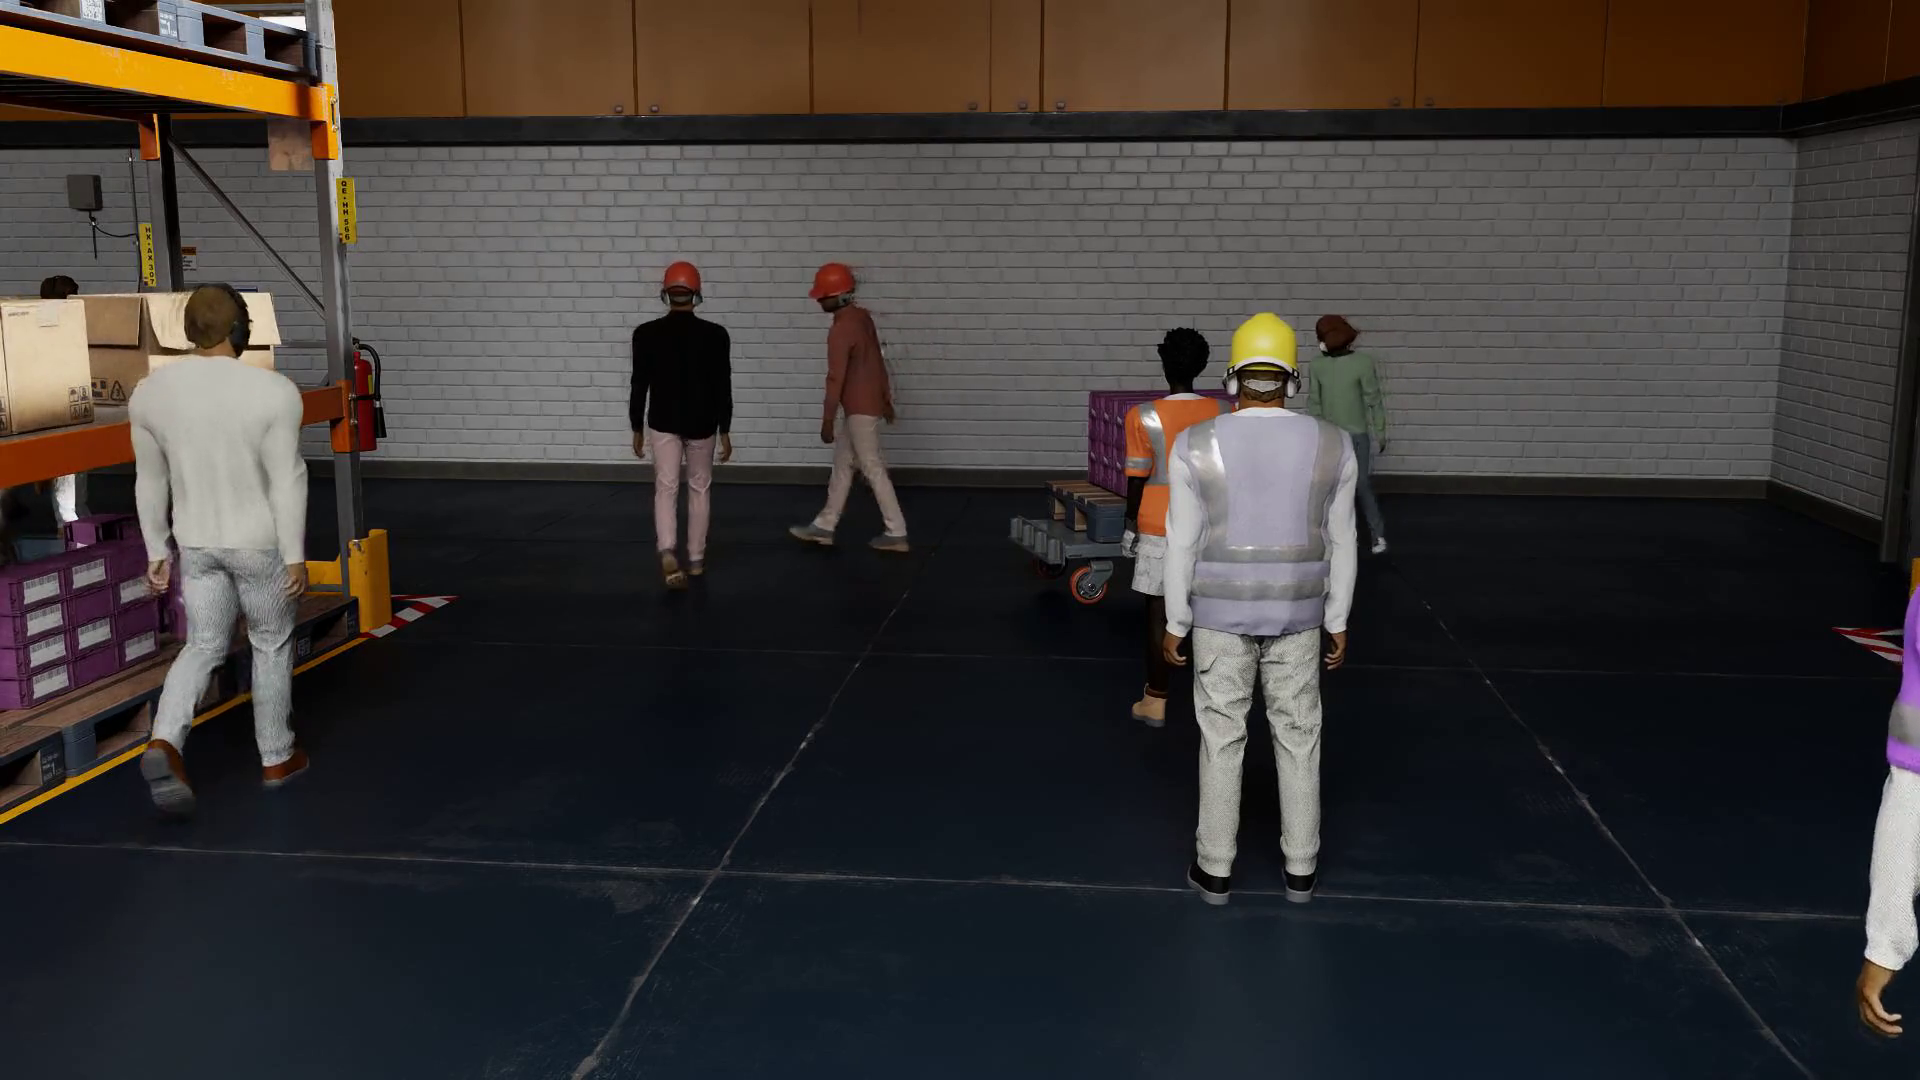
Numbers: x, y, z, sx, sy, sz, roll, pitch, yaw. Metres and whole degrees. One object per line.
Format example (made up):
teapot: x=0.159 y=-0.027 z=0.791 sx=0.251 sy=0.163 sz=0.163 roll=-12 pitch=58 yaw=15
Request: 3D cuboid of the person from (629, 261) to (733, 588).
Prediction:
person: x=-1.691 y=-0.695 z=10.051 sx=0.626 sy=1.962 sz=0.937 roll=-1 pitch=10 yaw=-5

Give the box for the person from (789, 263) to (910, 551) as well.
person: x=-0.762 y=-0.874 z=11.129 sx=0.916 sy=1.927 sz=0.684 roll=2 pitch=10 yaw=9

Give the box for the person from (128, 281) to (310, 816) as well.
person: x=-2.672 y=0.033 z=5.995 sx=0.634 sy=1.917 sz=0.819 roll=1 pitch=10 yaw=4

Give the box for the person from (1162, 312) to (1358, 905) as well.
person: x=0.916 y=0.220 z=5.150 sx=0.597 sy=1.831 sz=0.400 roll=0 pitch=10 yaw=0

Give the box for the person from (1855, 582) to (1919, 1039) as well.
person: x=1.810 y=0.647 z=2.683 sx=0.575 sy=1.836 sz=1.020 roll=9 pitch=13 yaw=40

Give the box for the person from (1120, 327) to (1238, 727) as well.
person: x=0.936 y=-0.048 z=7.069 sx=0.531 sy=1.697 sz=0.320 roll=-2 pitch=10 yaw=-12

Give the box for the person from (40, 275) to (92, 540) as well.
person: x=-6.241 y=-0.925 z=11.677 sx=0.429 sy=1.844 sz=0.626 roll=-2 pitch=10 yaw=-10

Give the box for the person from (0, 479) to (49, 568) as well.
person: x=-5.162 y=-0.391 z=8.724 sx=0.618 sy=1.799 sz=0.703 roll=2 pitch=10 yaw=14

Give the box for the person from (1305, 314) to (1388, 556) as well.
person: x=2.538 y=-0.691 z=11.026 sx=0.414 sy=1.596 sz=0.539 roll=-10 pitch=14 yaw=-44

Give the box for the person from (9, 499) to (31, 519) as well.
person: x=-7.343 y=-1.115 z=12.475 sx=0.548 sy=1.942 sz=0.343 roll=-1 pitch=10 yaw=-3
